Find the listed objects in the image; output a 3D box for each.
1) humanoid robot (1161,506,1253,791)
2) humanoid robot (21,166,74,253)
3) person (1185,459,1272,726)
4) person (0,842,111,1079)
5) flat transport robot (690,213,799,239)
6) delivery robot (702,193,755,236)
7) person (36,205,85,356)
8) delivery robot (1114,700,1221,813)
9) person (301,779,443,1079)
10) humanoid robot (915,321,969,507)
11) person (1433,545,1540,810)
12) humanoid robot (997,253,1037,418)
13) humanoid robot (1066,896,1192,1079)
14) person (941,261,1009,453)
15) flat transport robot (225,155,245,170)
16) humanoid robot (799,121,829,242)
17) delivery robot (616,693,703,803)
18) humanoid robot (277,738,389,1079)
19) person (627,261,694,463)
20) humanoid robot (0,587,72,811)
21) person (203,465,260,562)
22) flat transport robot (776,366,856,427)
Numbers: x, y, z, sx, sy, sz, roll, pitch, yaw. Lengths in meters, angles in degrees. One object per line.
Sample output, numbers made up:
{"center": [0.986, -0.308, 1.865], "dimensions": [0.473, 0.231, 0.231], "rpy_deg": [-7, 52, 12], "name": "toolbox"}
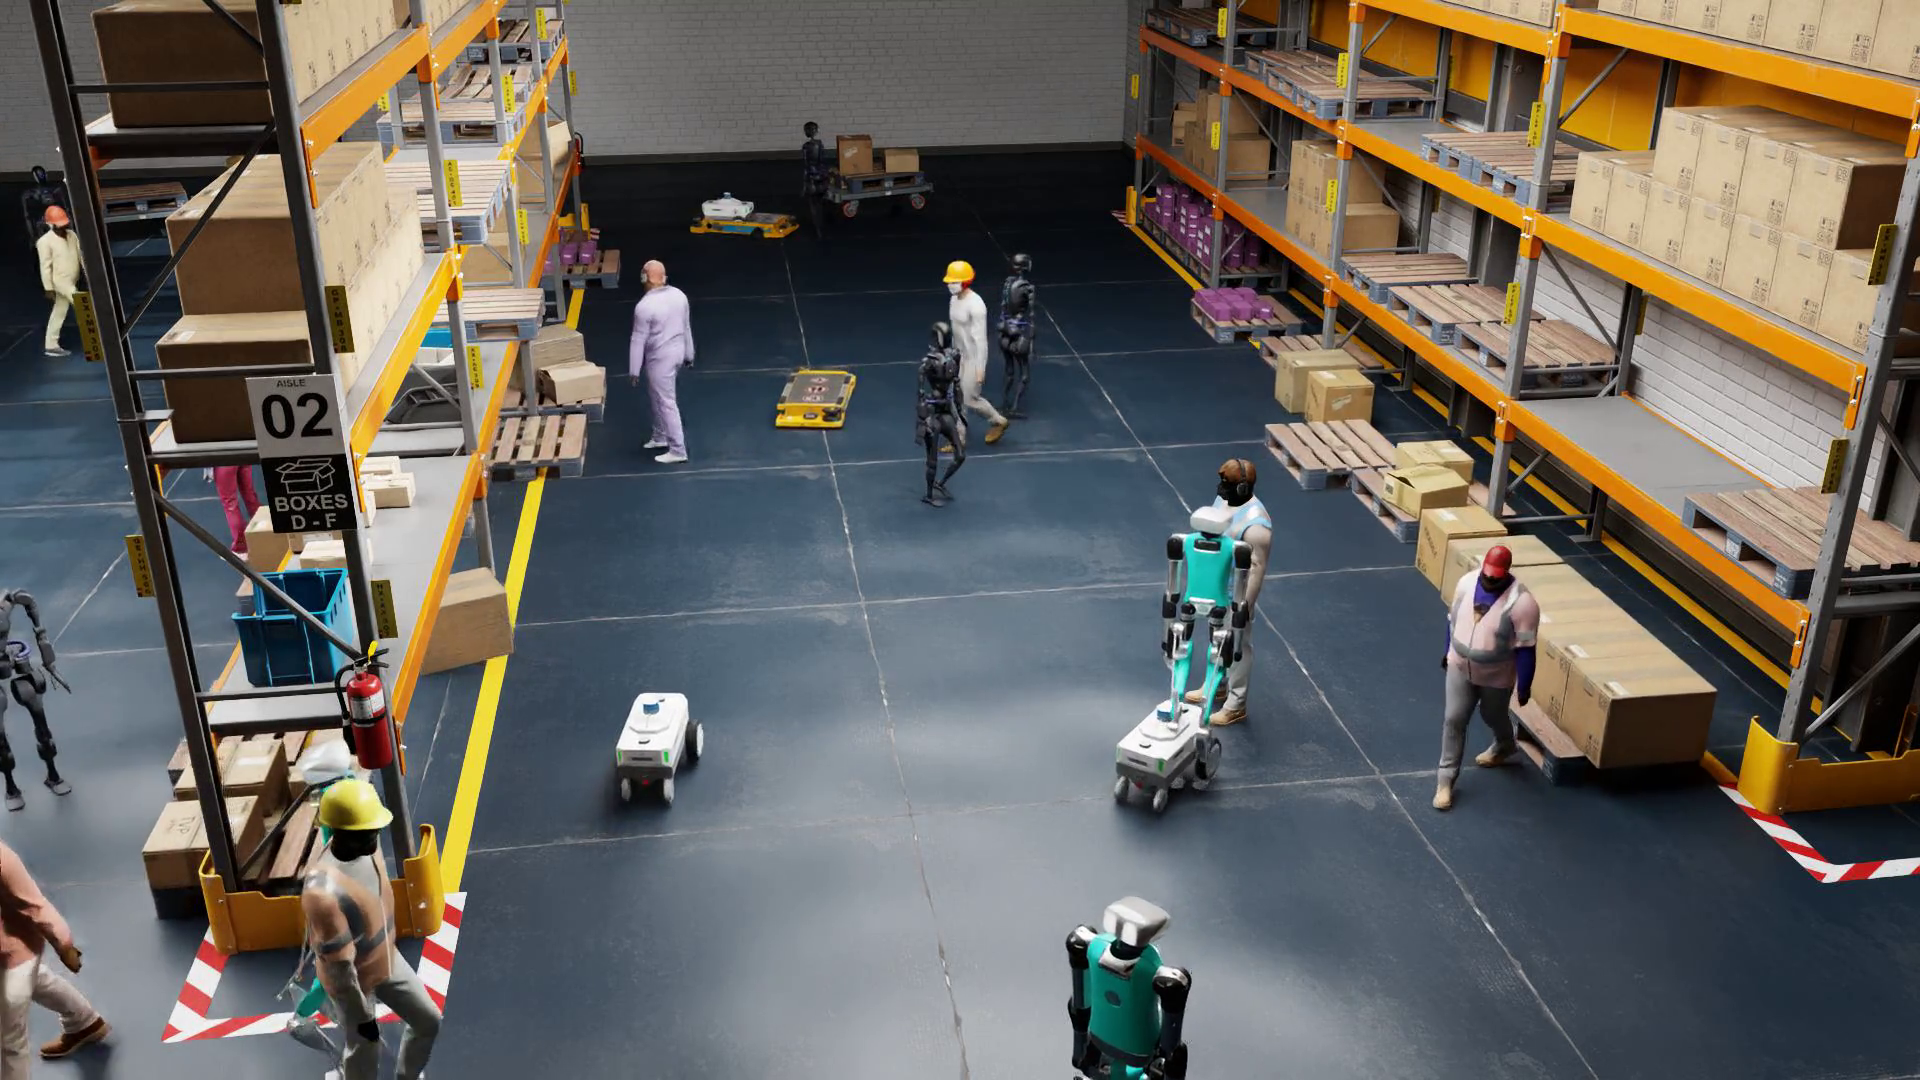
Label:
{"center": [1.437, 0.743, 10.189], "dimensions": [0.540, 1.786, 0.790], "rpy_deg": [9, 25, 19], "name": "humanoid robot"}
{"center": [-11.287, -3.815, 20.611], "dimensions": [0.420, 1.645, 0.587], "rpy_deg": [19, 30, 37], "name": "humanoid robot"}
{"center": [1.769, 0.333, 10.965], "dimensions": [0.429, 1.844, 0.626], "rpy_deg": [-7, 25, -16], "name": "person"}
{"center": [-4.360, 1.826, 7.486], "dimensions": [0.673, 1.921, 1.103], "rpy_deg": [7, 25, 16], "name": "person"}
{"center": [-3.116, -4.566, 24.081], "dimensions": [1.431, 0.231, 0.659], "rpy_deg": [6, 24, 14], "name": "flat transport robot"}
{"center": [-3.342, -4.724, 24.088], "dimensions": [0.798, 0.598, 0.499], "rpy_deg": [5, 24, 11], "name": "delivery robot"}
{"center": [-9.907, -2.880, 18.463], "dimensions": [0.838, 1.689, 0.524], "rpy_deg": [-4, 24, -10], "name": "person"}
{"center": [1.275, 1.304, 10.375], "dimensions": [0.499, 0.613, 0.816], "rpy_deg": [15, 28, 30], "name": "delivery robot"}
{"center": [-2.555, 1.896, 7.323], "dimensions": [0.569, 1.909, 0.589], "rpy_deg": [4, 24, 9], "name": "person"}
{"center": [-0.172, -1.085, 14.389], "dimensions": [0.337, 1.648, 0.608], "rpy_deg": [18, 30, 36], "name": "humanoid robot"}
{"center": [3.233, 0.763, 10.161], "dimensions": [0.613, 1.706, 0.854], "rpy_deg": [19, 30, 37], "name": "person"}
{"center": [0.565, -2.050, 16.586], "dimensions": [0.368, 1.637, 0.607], "rpy_deg": [-14, 27, -29], "name": "humanoid robot"}
{"center": [0.791, 2.169, 6.932], "dimensions": [0.541, 1.801, 0.814], "rpy_deg": [17, 29, 33], "name": "humanoid robot"}
{"center": [0.134, -1.720, 15.612], "dimensions": [0.625, 1.871, 0.596], "rpy_deg": [-15, 28, -31], "name": "person"}
{"center": [-10.189, -5.047, 25.176], "dimensions": [0.659, 0.231, 1.431], "rpy_deg": [2, 24, 4], "name": "flat transport robot"}
{"center": [-2.056, -5.052, 23.438], "dimensions": [0.432, 1.646, 0.608], "rpy_deg": [11, 26, 23], "name": "humanoid robot"}
{"center": [-1.921, 1.257, 10.442], "dimensions": [0.499, 0.581, 0.777], "rpy_deg": [0, 24, 1], "name": "delivery robot"}
{"center": [-2.986, 1.818, 7.779], "dimensions": [0.692, 1.845, 0.562], "rpy_deg": [-10, 26, -21], "name": "humanoid robot"}
{"center": [-2.827, -1.651, 15.451], "dimensions": [0.712, 1.861, 0.738], "rpy_deg": [11, 26, 24], "name": "person"}
{"center": [-5.730, 0.835, 10.020], "dimensions": [0.602, 1.649, 0.334], "rpy_deg": [-20, 30, -37], "name": "humanoid robot"}
{"center": [-5.890, -0.624, 13.408], "dimensions": [0.284, 1.626, 0.497], "rpy_deg": [8, 25, 18], "name": "person"}
{"center": [-1.461, -1.464, 17.014], "dimensions": [0.659, 0.231, 1.431], "rpy_deg": [1, 24, 2], "name": "flat transport robot"}
